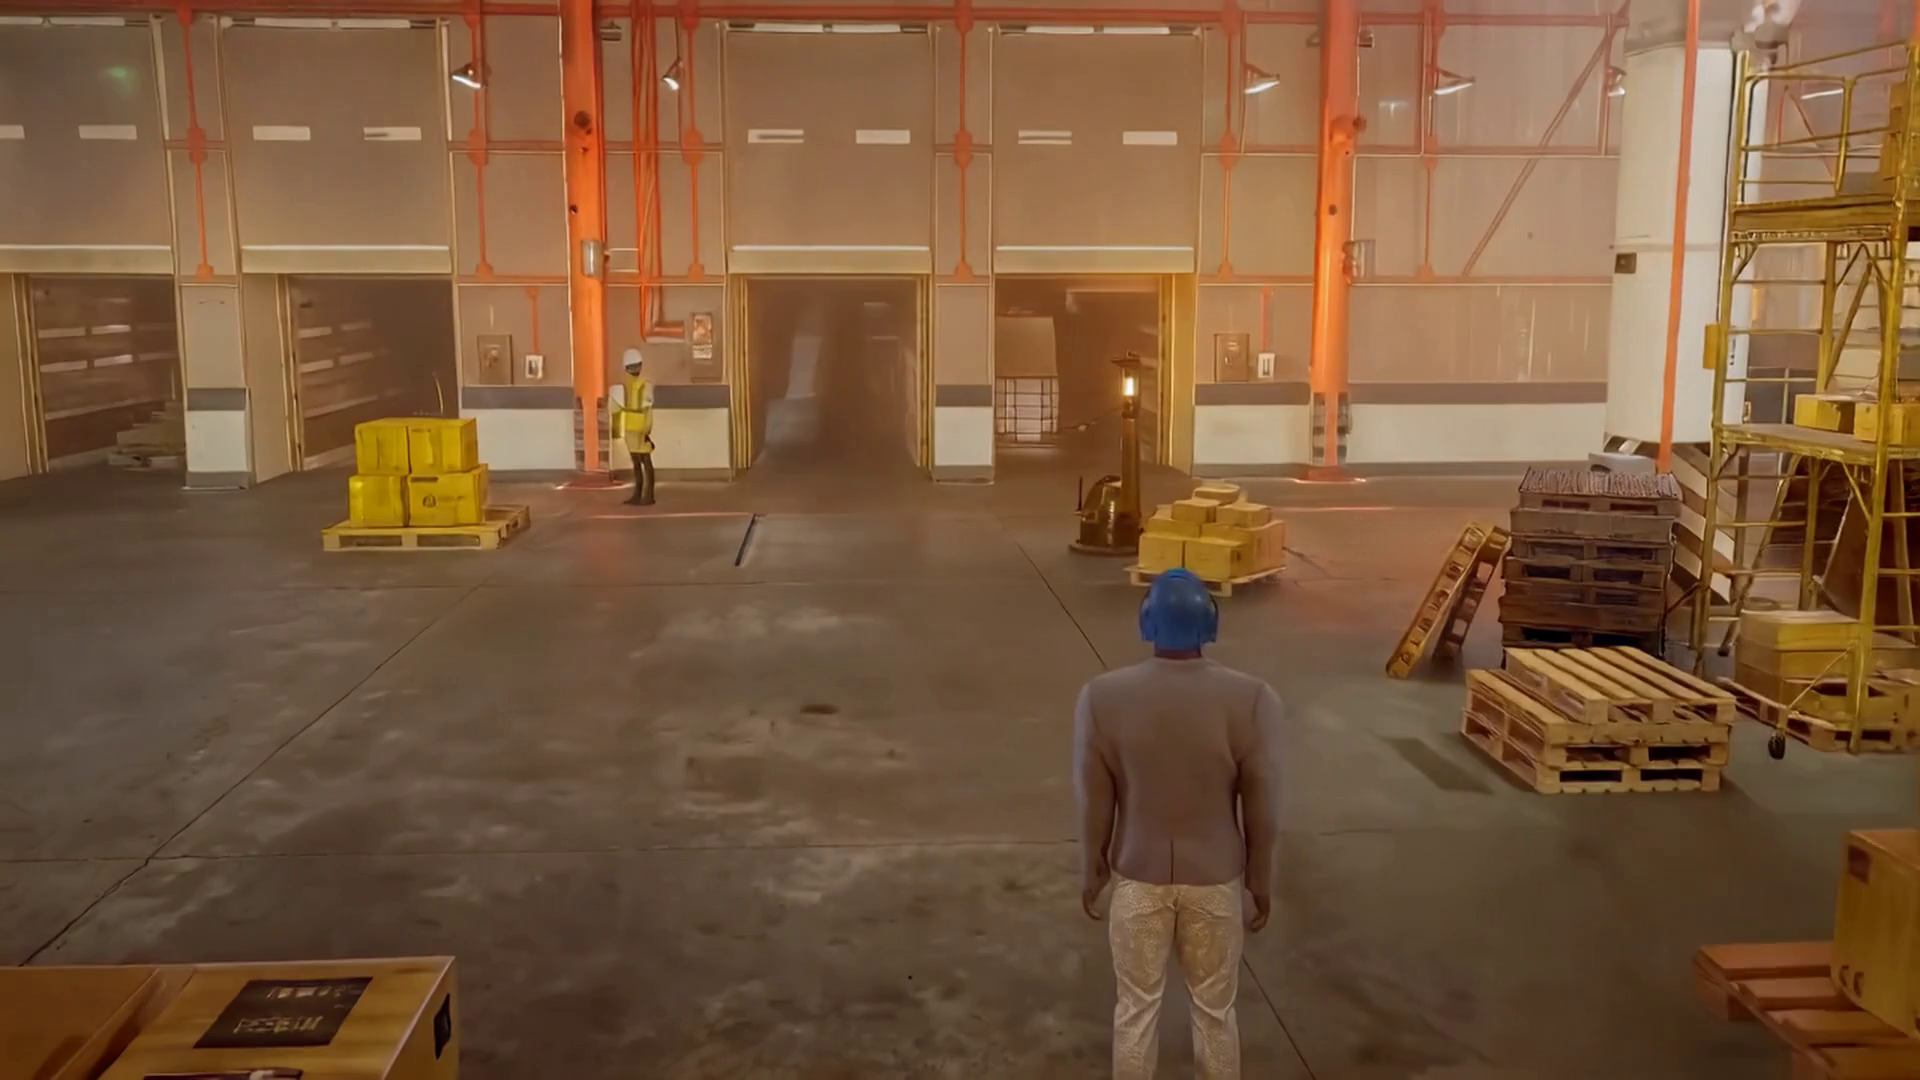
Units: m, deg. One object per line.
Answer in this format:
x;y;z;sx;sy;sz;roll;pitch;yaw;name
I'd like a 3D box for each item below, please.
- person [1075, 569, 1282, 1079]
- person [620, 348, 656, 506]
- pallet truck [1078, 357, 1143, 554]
0.667;1.043;5.144;0.630;1.940;0.372;1;9;7;person
-3.969;-1.384;20.423;0.389;1.930;0.544;-8;12;-43;person
2.088;-0.836;16.757;1.885;1.965;0.823;2;9;13;pallet truck
